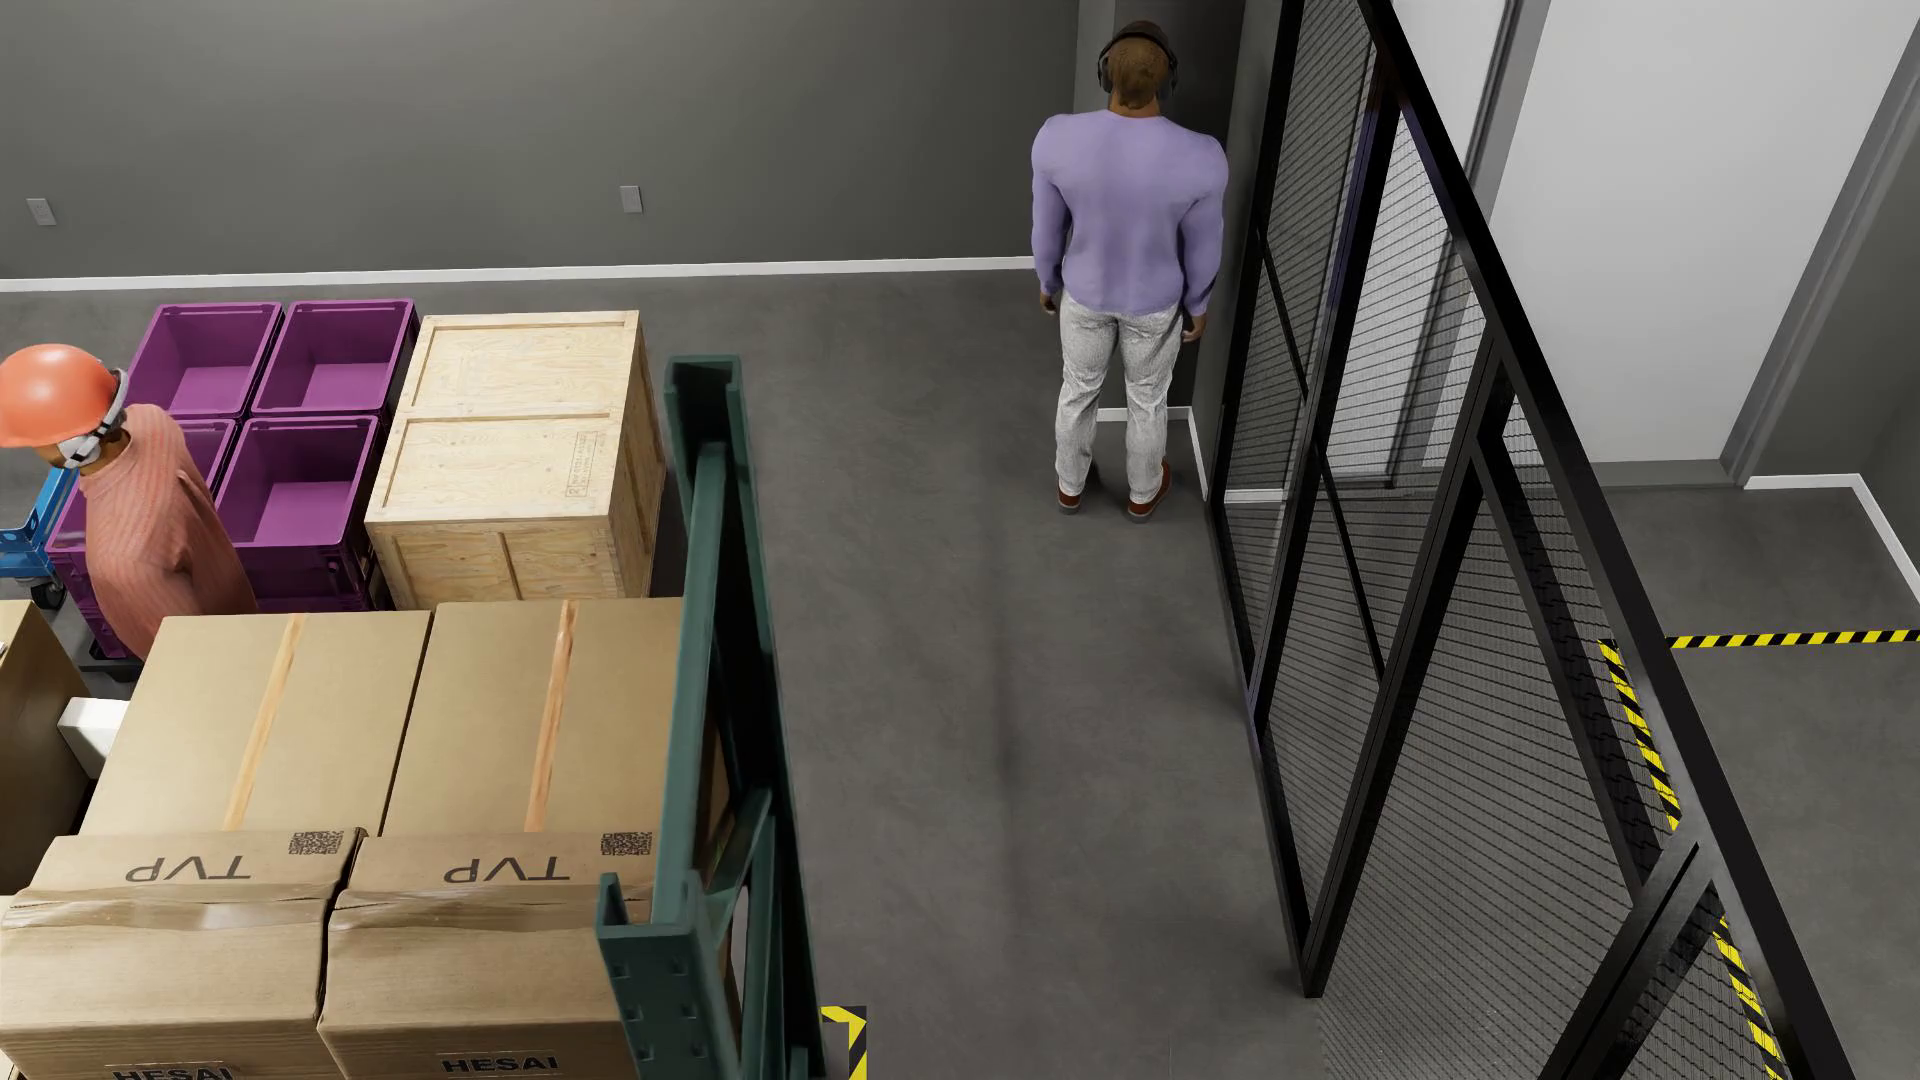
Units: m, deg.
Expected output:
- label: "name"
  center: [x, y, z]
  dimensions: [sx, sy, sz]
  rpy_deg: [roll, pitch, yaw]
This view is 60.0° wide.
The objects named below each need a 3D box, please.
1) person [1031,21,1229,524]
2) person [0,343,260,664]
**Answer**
- label: "person"
  center: [0.539, -0.834, 5.553]
  dimensions: [0.629, 1.940, 0.373]
  rpy_deg: [10, 47, 10]
- label: "person"
  center: [-2.061, 0.261, 4.470]
  dimensions: [0.394, 1.991, 0.624]
  rpy_deg: [-12, 48, -11]
